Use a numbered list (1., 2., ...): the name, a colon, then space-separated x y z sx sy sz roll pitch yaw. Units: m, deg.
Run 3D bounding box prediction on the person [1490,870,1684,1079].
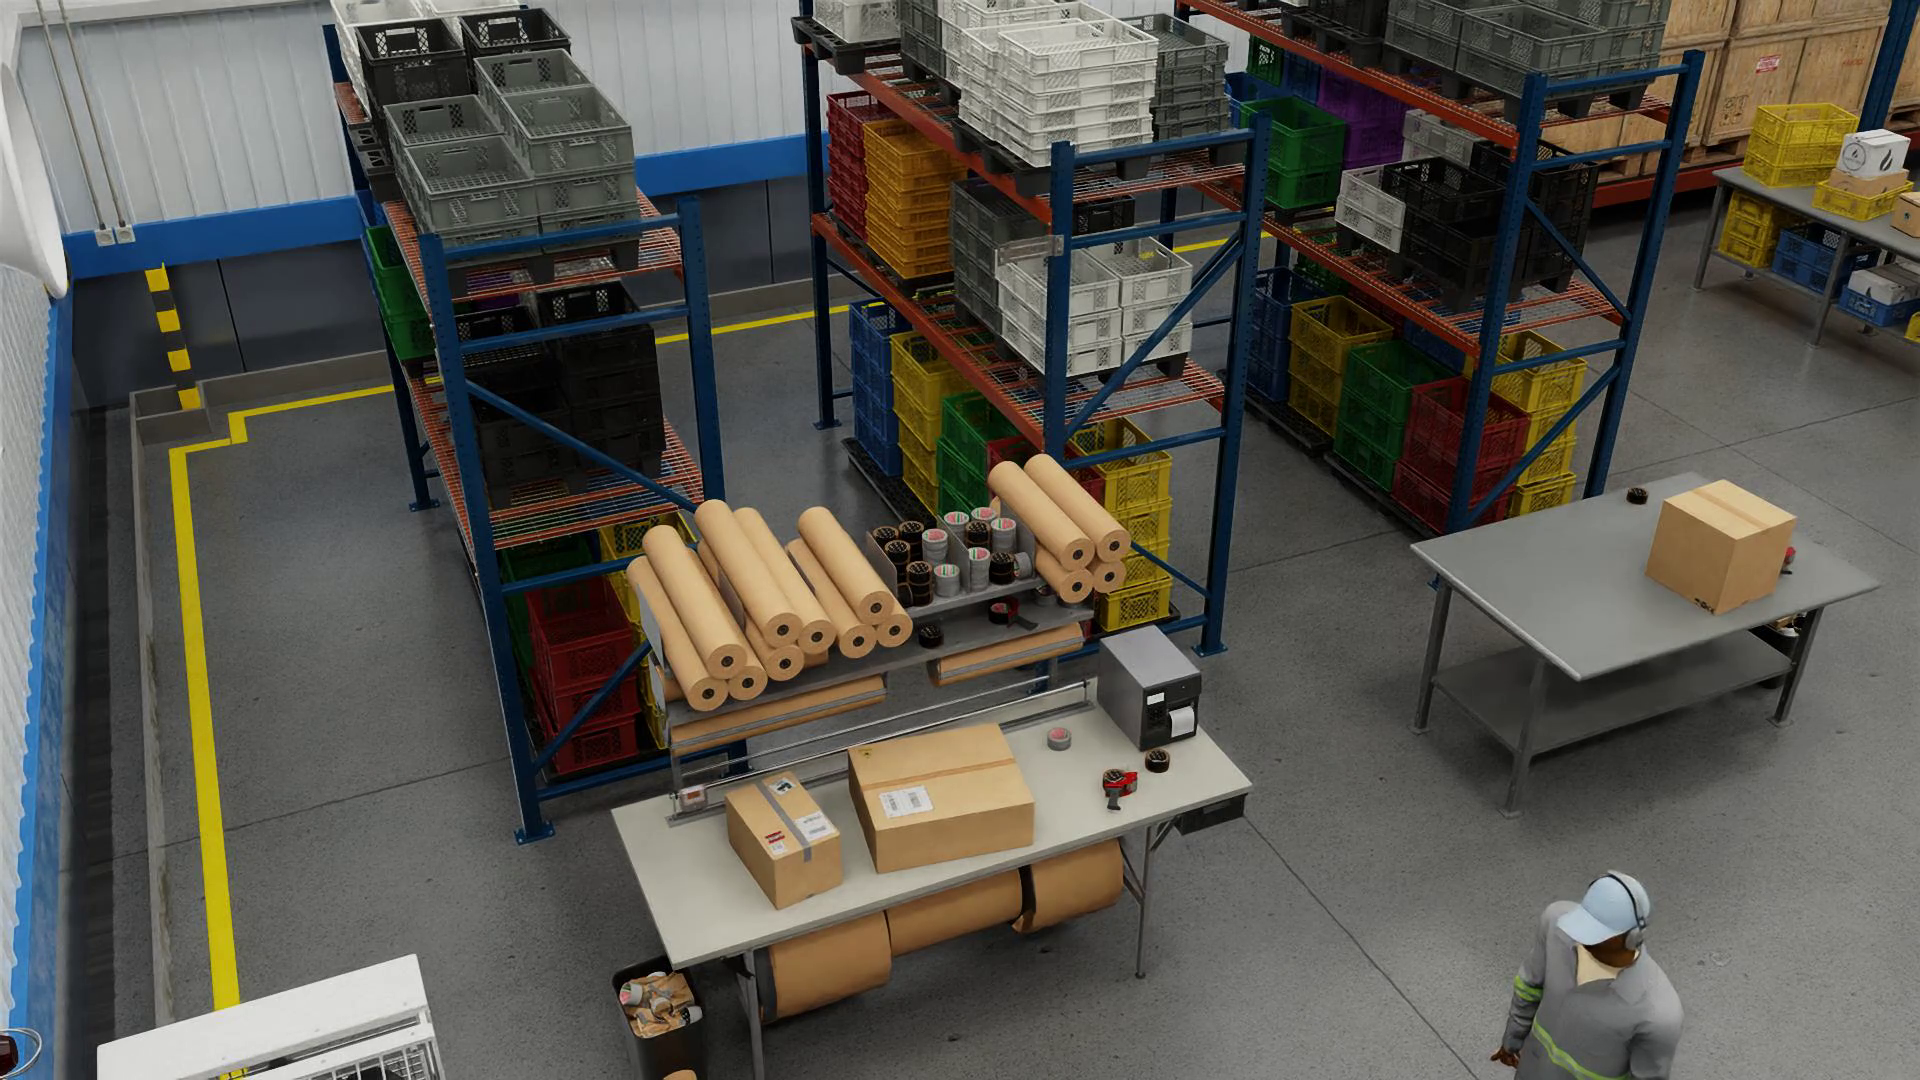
1. person: 2.002 1.812 5.518 0.386 1.850 0.597 -14 34 -22
